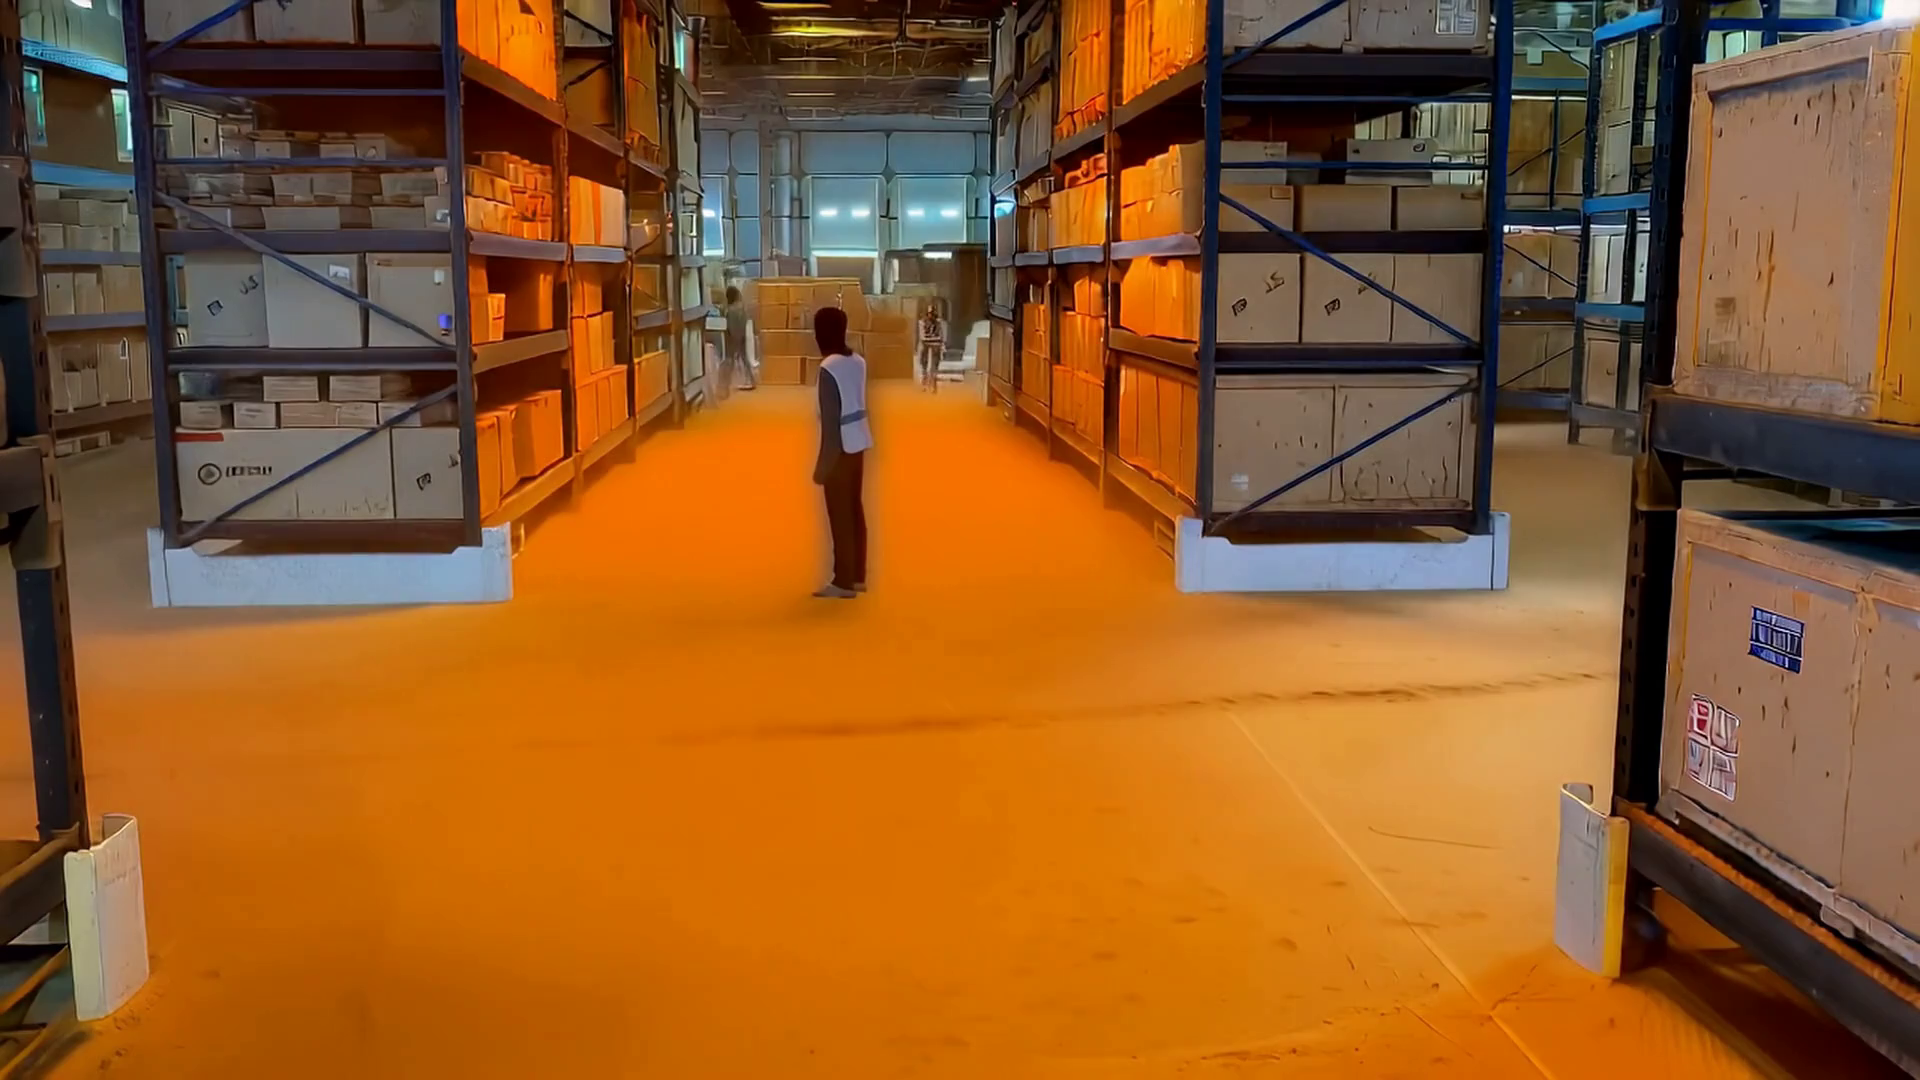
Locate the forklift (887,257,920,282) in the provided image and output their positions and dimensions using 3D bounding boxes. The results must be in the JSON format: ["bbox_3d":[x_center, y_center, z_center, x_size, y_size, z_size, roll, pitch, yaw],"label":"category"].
[{"bbox_3d":[-1.517,-6.422,44.653,1.129,2.768,1.873,-1,9,-4],"label":"forklift"}]

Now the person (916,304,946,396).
[{"bbox_3d":[-0.521,-3.288,28.915,0.546,1.606,0.745,1,9,9],"label":"person"}]

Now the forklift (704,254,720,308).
[{"bbox_3d":[-8.474,-8.136,55.415,1.129,2.768,1.873,6,11,33],"label":"forklift"}]

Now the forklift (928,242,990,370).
[{"bbox_3d":[0.365,-5.148,36.653,1.873,2.768,1.129,3,10,21],"label":"forklift"}]

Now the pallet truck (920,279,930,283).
[{"bbox_3d":[-0.932,-8.922,63.114,1.885,1.965,0.823,2,9,13],"label":"pallet truck"}]

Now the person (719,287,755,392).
[{"bbox_3d":[-4.193,-3.637,30.259,0.985,1.888,0.655,1,9,7],"label":"person"}]

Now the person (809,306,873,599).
[{"bbox_3d":[-0.781,-0.567,10.915,0.392,1.915,0.587,3,9,16],"label":"person"}]

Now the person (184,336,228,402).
[{"bbox_3d":[-9.335,-2.121,20.688,0.455,1.912,0.712,7,11,37],"label":"person"}]
